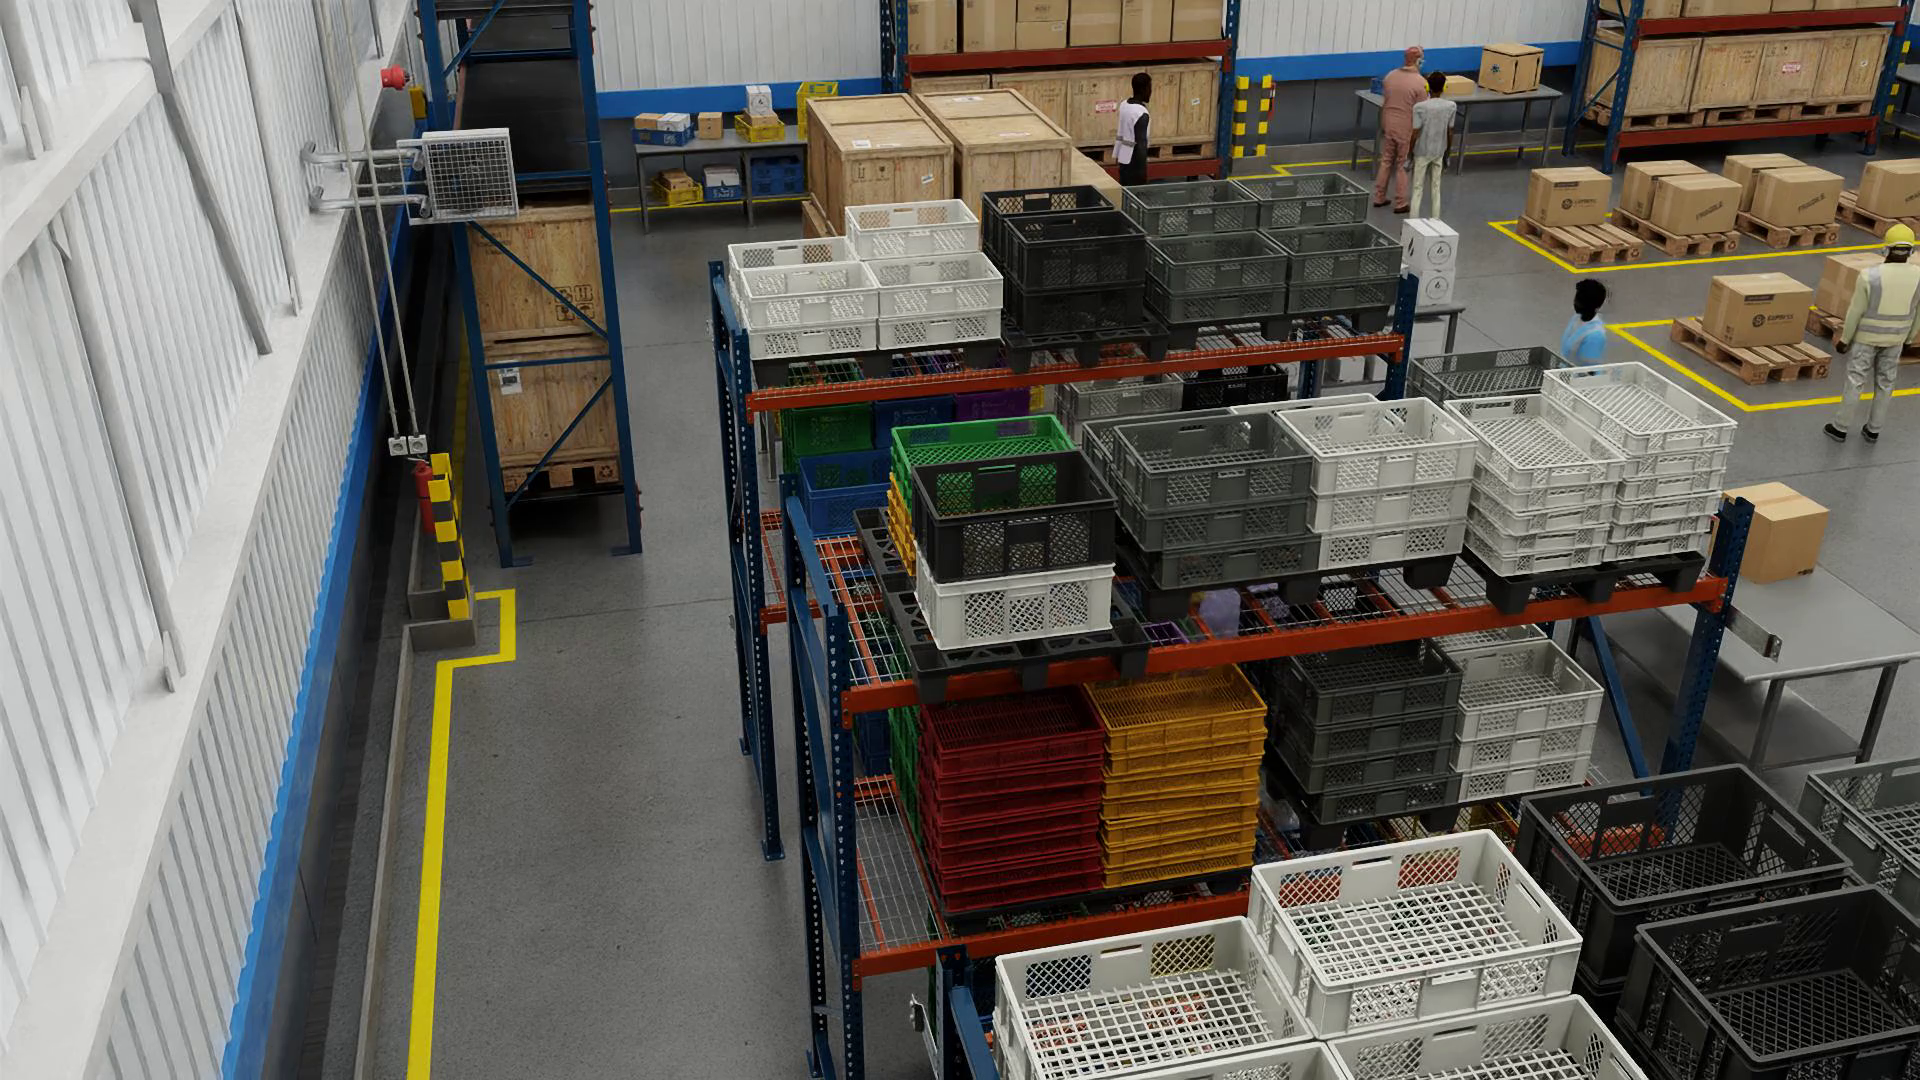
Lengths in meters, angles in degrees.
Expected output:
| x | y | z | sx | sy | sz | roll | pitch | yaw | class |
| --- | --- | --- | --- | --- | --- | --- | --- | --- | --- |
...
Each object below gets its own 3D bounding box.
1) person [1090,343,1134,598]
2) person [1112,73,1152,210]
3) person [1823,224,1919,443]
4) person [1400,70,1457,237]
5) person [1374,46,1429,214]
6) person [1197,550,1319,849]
| x | y | z | sx | sy | sz | roll | pitch | yaw | class |
| --- | --- | --- | --- | --- | --- | --- | --- | --- | --- |
| 1.022 | -0.509 | 11.268 | 0.355 | 1.882 | 0.576 | -2 | 28 | -4 | person |
| 1.866 | -4.101 | 18.058 | 0.390 | 1.911 | 0.592 | -8 | 29 | -14 | person |
| 7.455 | -1.662 | 13.518 | 0.586 | 1.823 | 0.403 | 3 | 28 | 5 | person |
| 5.155 | -4.222 | 18.332 | 0.521 | 1.865 | 0.327 | -2 | 28 | -4 | person |
| 5.172 | -4.776 | 19.353 | 0.396 | 1.899 | 0.655 | -17 | 32 | -29 | person |
| 1.543 | 0.833 | 8.699 | 0.654 | 1.911 | 0.422 | -2 | 28 | -3 | person |
